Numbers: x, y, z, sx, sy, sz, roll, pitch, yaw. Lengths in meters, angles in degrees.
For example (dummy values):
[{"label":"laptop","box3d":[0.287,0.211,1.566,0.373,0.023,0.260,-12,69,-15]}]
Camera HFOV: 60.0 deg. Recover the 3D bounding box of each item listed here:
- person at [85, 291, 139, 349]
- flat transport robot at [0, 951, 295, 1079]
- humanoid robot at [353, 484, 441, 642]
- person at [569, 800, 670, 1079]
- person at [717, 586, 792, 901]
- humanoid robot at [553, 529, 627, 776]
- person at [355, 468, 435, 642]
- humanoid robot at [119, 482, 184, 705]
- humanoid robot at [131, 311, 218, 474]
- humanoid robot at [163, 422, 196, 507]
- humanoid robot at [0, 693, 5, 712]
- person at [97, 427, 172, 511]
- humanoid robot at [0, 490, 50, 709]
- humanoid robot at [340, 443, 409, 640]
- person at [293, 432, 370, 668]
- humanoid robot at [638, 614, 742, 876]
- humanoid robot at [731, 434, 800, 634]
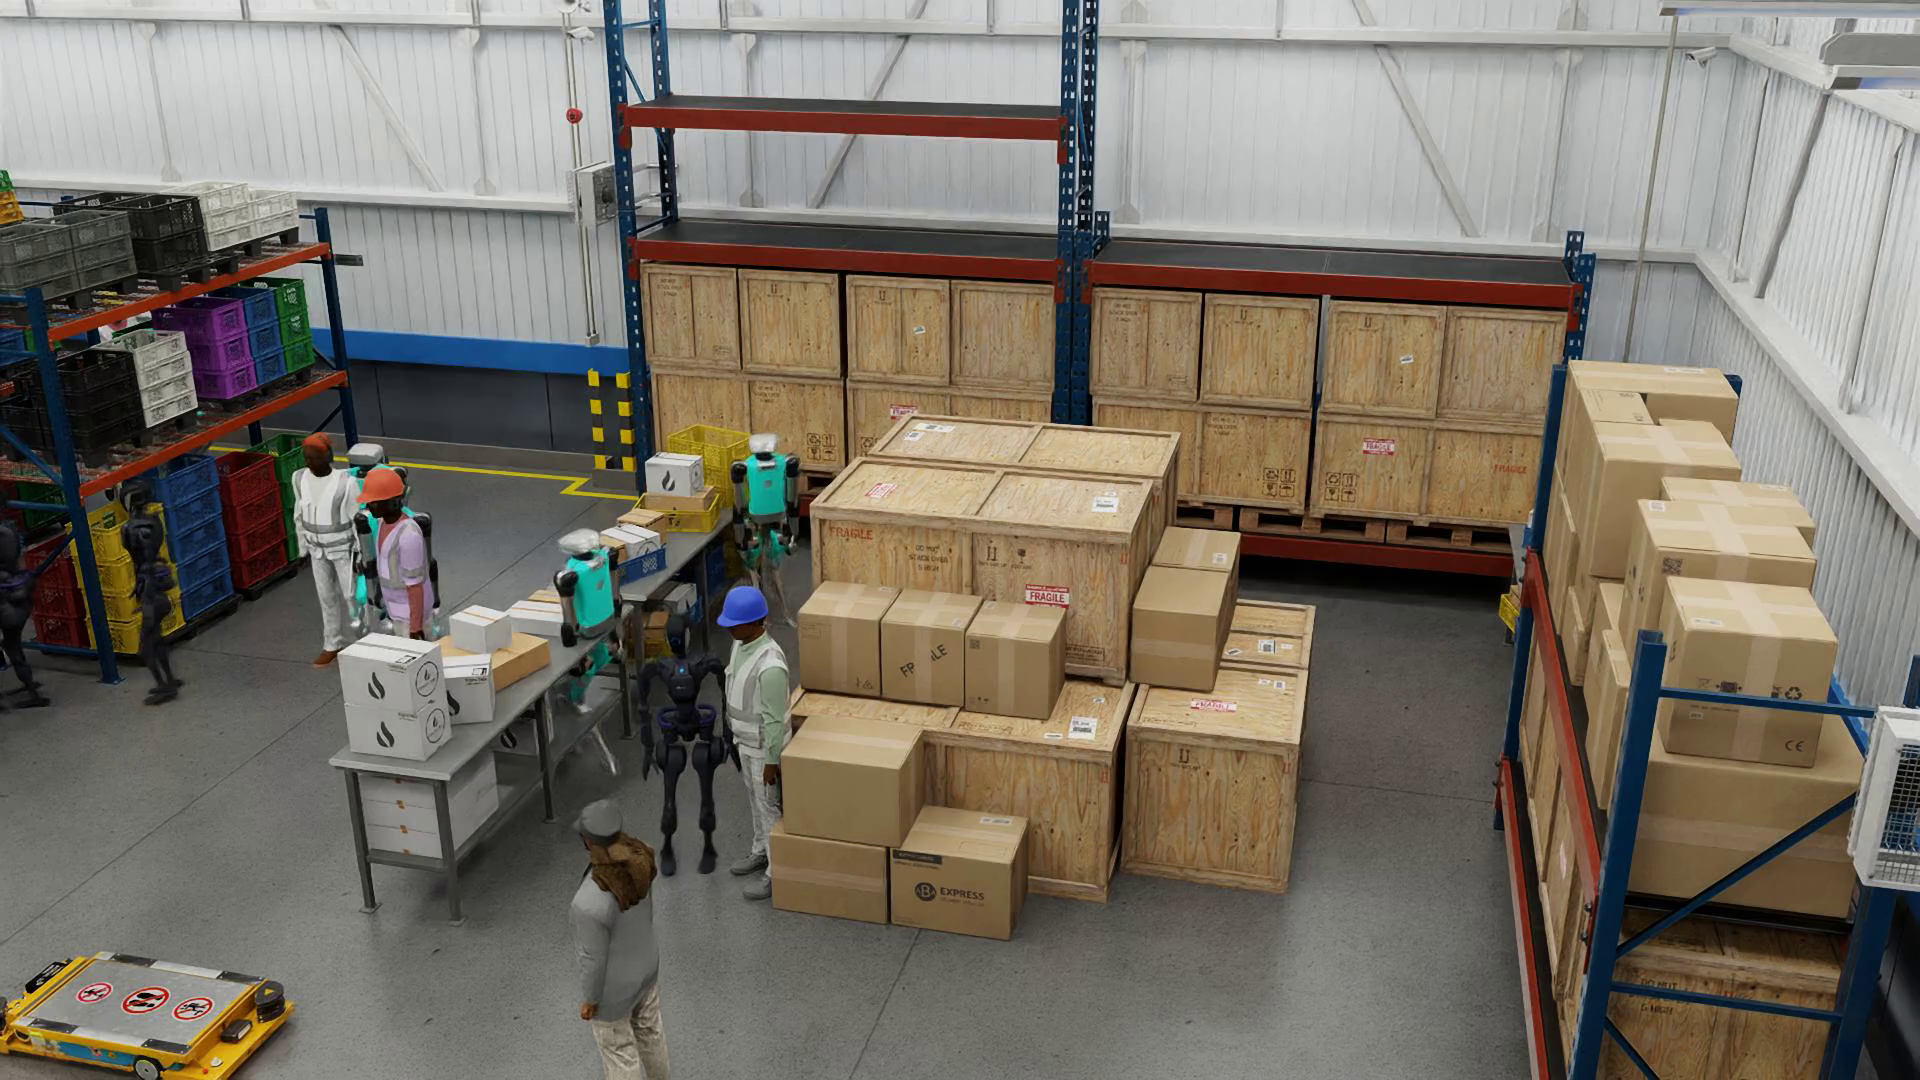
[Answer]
[{"label":"person","box3d":[-8.726,-1.722,17.360,0.404,1.833,0.586,17,27,37]},{"label":"flat transport robot","box3d":[-4.270,2.464,8.601,1.431,0.231,0.659,5,22,13]},{"label":"humanoid robot","box3d":[-3.959,0.372,12.048,0.541,1.817,0.778,0,21,1]},{"label":"person","box3d":[-1.575,2.002,7.707,0.396,1.766,0.572,7,22,18]},{"label":"person","box3d":[-1.179,1.159,9.681,0.412,1.939,0.602,-9,23,-23]},{"label":"humanoid robot","box3d":[-2.635,0.718,11.133,0.818,1.774,0.583,11,24,27]},{"label":"person","box3d":[-3.806,0.471,11.353,0.414,2.034,0.601,-14,25,-32]},{"label":"humanoid robot","box3d":[-5.919,0.361,12.116,0.357,1.646,0.583,-14,25,-32]},{"label":"humanoid robot","box3d":[-7.775,-1.466,16.675,0.736,1.693,0.531,2,21,6]},{"label":"humanoid robot","box3d":[-7.604,-1.106,15.960,0.600,1.655,0.373,1,21,3]},{"label":"humanoid robot","box3d":[-7.094,0.463,11.883,0.393,1.656,0.608,7,22,17]},{"label":"person","box3d":[-7.029,-0.534,14.241,0.429,1.841,0.633,15,25,33]},{"label":"humanoid robot","box3d":[-6.859,0.439,11.924,0.392,1.654,0.598,-5,21,-12]},{"label":"humanoid robot","box3d":[-4.375,0.200,12.418,0.536,1.762,0.737,-1,21,-3]},{"label":"person","box3d":[-4.736,0.089,12.552,0.575,1.881,0.355,6,22,15]},{"label":"humanoid robot","box3d":[-1.604,1.210,9.903,0.591,1.653,0.325,-3,21,-8]},{"label":"humanoid robot","box3d":[-1.557,-0.047,13.155,0.538,1.788,0.792,-6,22,-16]}]
